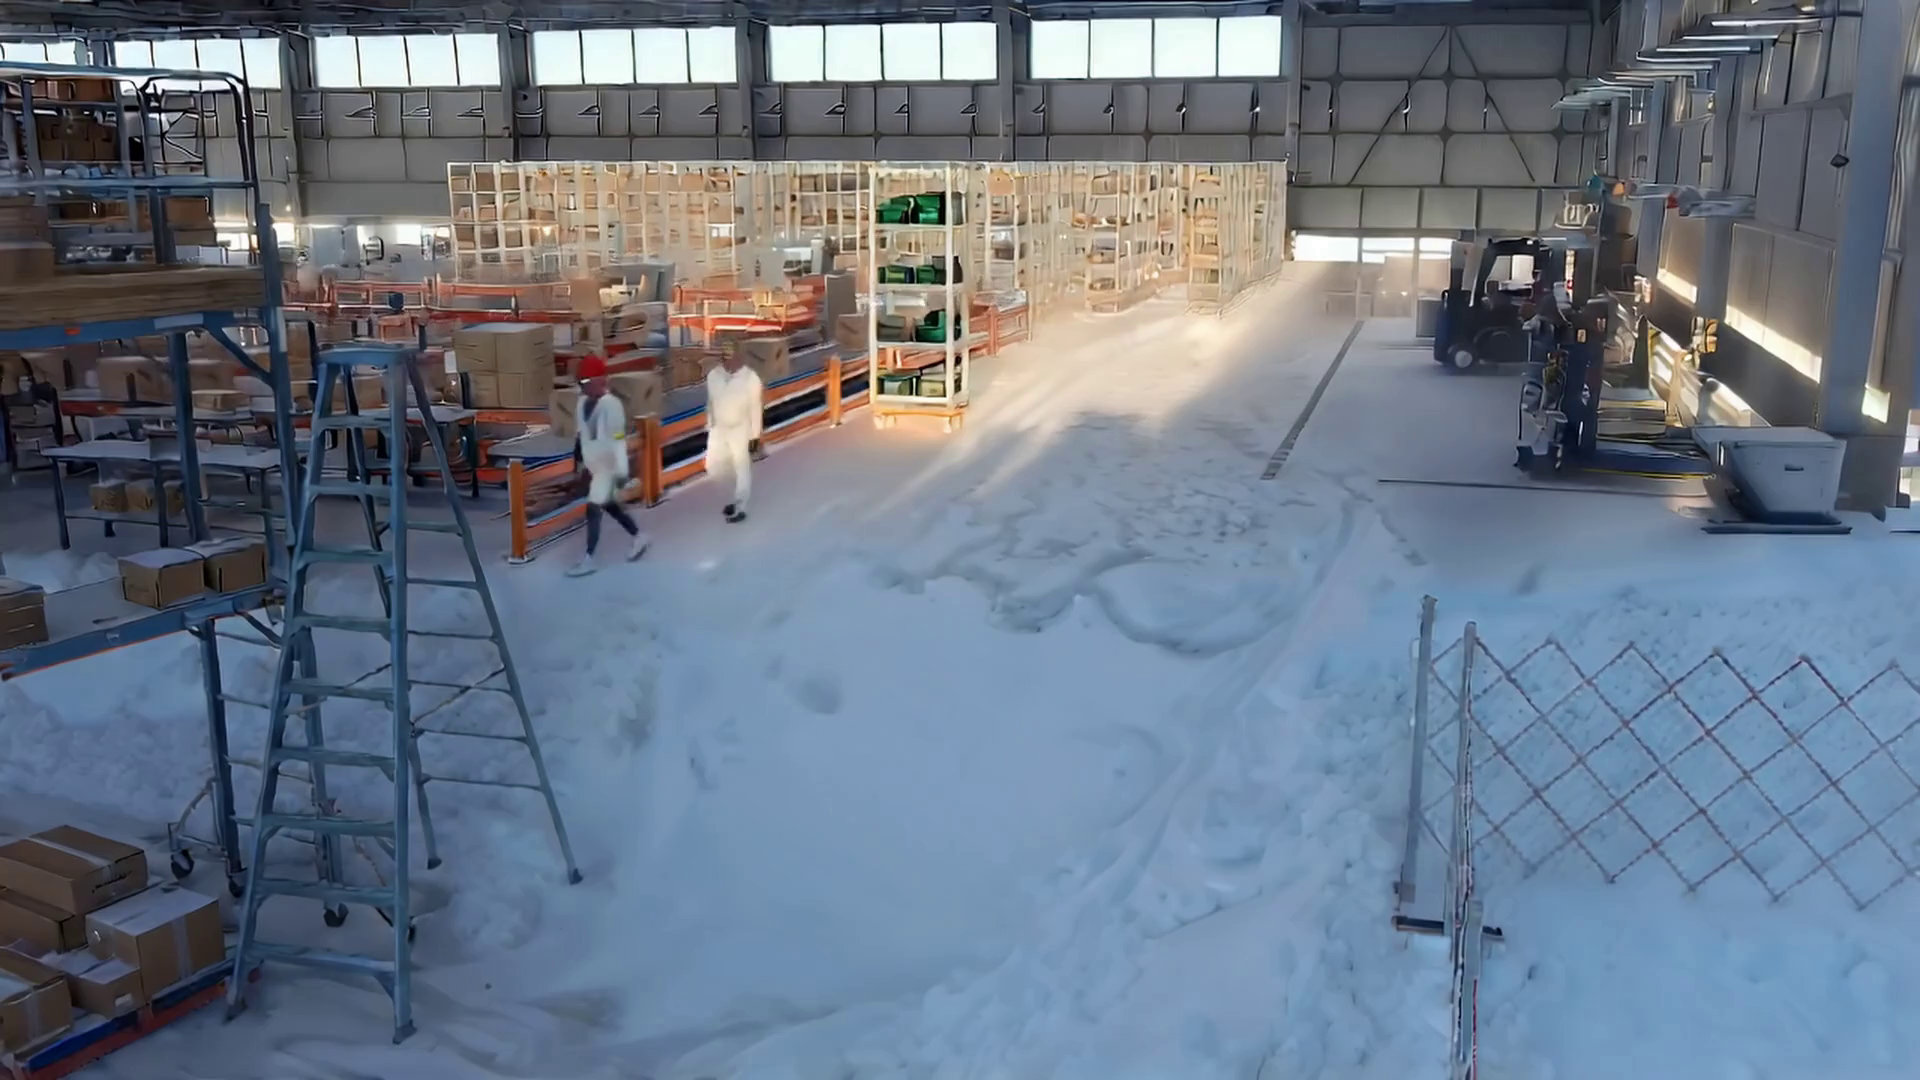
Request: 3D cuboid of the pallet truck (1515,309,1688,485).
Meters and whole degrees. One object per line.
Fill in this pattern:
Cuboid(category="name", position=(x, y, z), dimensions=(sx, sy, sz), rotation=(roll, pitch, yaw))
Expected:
Cuboid(category="pallet truck", position=(7.554, -1.677, 19.446), dimensions=(1.885, 1.965, 0.823), rotation=(3, 13, 14))

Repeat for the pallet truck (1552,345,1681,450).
Cuboid(category="pallet truck", position=(8.641, -1.896, 21.908), dimensions=(1.630, 1.274, 0.653), rotation=(4, 14, 16))

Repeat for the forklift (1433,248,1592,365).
Cuboid(category="forklift", position=(9.780, -4.111, 29.280), dimensions=(2.680, 1.987, 1.157), rotation=(3, 13, 14))

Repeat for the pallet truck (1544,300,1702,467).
Cuboid(category="pallet truck", position=(8.263, -1.952, 20.631), dimensions=(1.885, 1.965, 0.823), rotation=(5, 14, 20))

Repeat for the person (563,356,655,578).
Cuboid(category="person", position=(-3.228, -0.699, 15.220), dimensions=(0.973, 2.008, 0.628), rotation=(-12, 18, -43))

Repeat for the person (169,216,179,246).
Cuboid(category="person", position=(-24.098, -8.840, 50.520), dimensions=(0.656, 1.953, 0.862), rotation=(13, 18, 43))

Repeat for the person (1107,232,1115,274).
Cuboid(category="person", position=(4.360, -8.240, 48.138), dimensions=(0.391, 1.838, 0.563), rotation=(4, 14, 18))

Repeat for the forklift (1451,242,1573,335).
Cuboid(category="forklift", position=(10.464, -4.597, 31.405), dimensions=(2.680, 1.987, 1.157), rotation=(4, 14, 16))

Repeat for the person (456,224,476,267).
Cuboid(category="person", position=(-15.023, -8.870, 50.685), dimensions=(0.614, 1.930, 0.602), rotation=(-5, 14, -22))

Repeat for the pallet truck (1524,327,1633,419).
Cuboid(category="pallet truck", position=(9.065, -2.460, 24.370), dimensions=(1.522, 1.261, 0.704), rotation=(3, 13, 14))

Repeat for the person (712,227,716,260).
Cuboid(category="person", position=(-7.470, -8.859, 50.848), dimensions=(0.430, 1.820, 0.618), rotation=(2, 13, 10))

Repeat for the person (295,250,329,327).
Cuboid(category="person", position=(-14.353, -5.511, 36.621), dimensions=(0.916, 1.719, 0.530), rotation=(1, 13, 6))

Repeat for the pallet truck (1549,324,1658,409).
Cuboid(category="pallet truck", position=(9.824, -2.669, 25.407), dimensions=(1.601, 1.201, 0.680), rotation=(4, 14, 16))

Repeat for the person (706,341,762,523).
Cuboid(category="person", position=(-2.370, -1.116, 17.243), dimensions=(0.676, 1.890, 0.431), rotation=(6, 14, 24))
